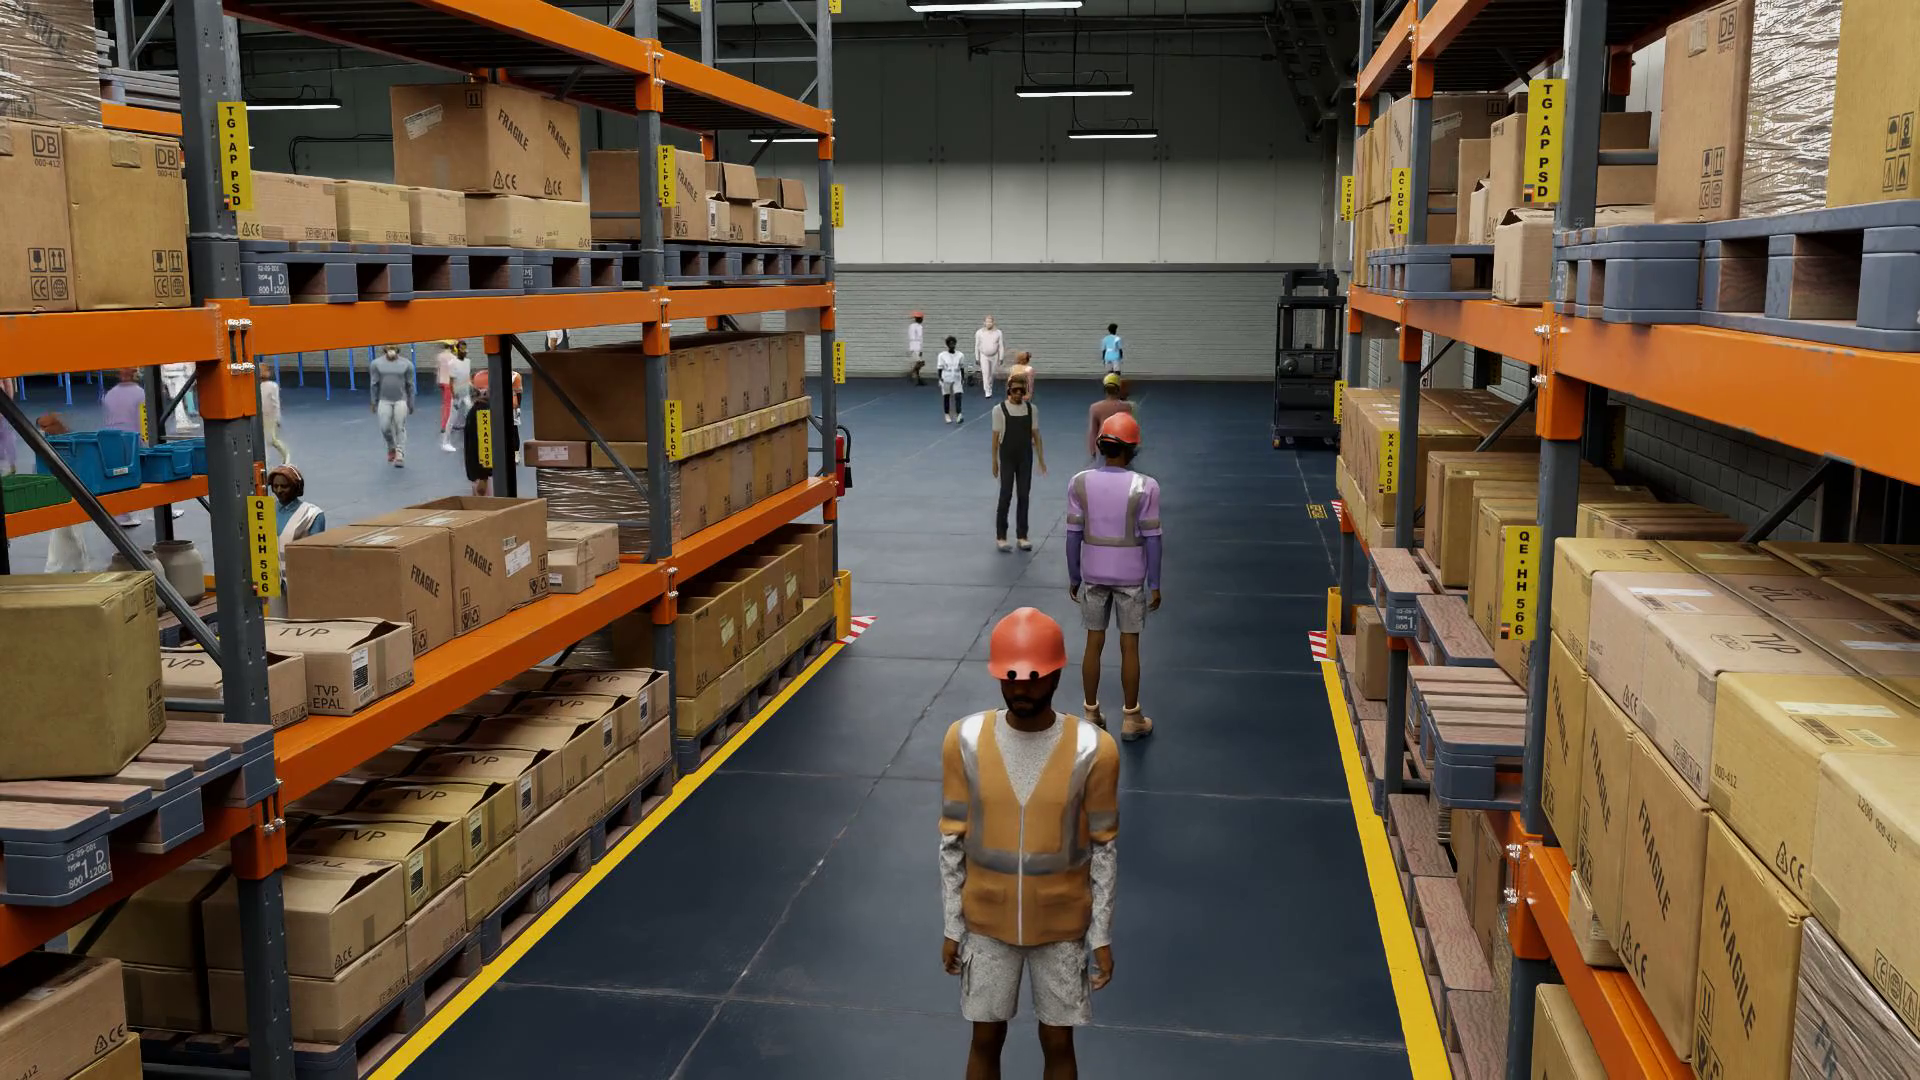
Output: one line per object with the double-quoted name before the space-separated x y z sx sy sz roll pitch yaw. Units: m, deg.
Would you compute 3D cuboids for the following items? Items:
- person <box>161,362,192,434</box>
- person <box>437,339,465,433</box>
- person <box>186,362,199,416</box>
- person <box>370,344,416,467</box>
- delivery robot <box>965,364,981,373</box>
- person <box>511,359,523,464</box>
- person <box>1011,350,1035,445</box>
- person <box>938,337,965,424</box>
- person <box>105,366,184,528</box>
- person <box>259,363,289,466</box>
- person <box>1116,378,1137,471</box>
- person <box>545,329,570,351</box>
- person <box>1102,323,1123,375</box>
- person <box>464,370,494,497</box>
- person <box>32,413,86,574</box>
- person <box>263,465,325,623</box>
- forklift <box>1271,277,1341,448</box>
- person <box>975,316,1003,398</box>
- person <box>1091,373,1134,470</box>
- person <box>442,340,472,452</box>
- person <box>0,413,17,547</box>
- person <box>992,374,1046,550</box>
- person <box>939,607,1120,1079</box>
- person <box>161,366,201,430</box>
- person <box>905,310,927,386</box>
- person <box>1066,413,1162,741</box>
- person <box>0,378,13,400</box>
"person" -14.069 -2.801 29.659 0.580 1.851 0.855 1 9 9
"person" -9.166 -2.823 30.122 0.559 1.736 0.725 8 12 41
"person" -15.647 -3.415 33.481 0.570 1.842 0.380 1 9 8
"person" -8.459 -2.055 24.841 0.655 1.926 0.435 -2 9 -13
"delivery robot" 0.246 -4.393 42.527 0.335 0.223 0.698 8 12 42
"person" -6.885 -2.001 25.214 0.533 1.697 0.319 2 9 10
"person" 0.994 -2.369 27.758 0.534 1.616 0.777 8 12 42
"person" -0.149 -3.027 31.642 0.551 1.649 0.872 -2 9 -12
"person" -9.410 -1.109 19.150 0.670 1.871 0.892 3 10 16
"person" -10.003 -1.760 23.997 0.503 1.614 0.673 2 9 10
"person" 2.047 -1.222 20.703 0.773 1.603 0.497 -4 10 -23
"person" -9.567 -4.453 39.415 0.536 2.000 0.672 3 10 19
"person" 3.579 -4.285 39.320 0.543 1.683 0.519 7 12 38
"person" -4.588 -0.646 15.992 0.521 1.979 0.630 -4 10 -21
"person" -8.459 -0.368 15.432 0.521 1.602 0.770 5 10 26
"person" -4.462 0.313 11.144 0.520 1.637 0.313 2 9 12
"forklift" 5.847 -3.016 27.970 1.129 2.768 1.873 1 9 9
"person" 0.670 -4.261 38.595 0.651 1.877 0.842 -1 9 -7
"person" 1.738 -1.050 19.196 0.529 1.752 0.516 4 10 24
"person" -8.038 -2.312 26.788 0.997 1.815 0.539 6 11 31
"person" -10.122 -0.816 17.244 0.633 1.922 0.723 0 9 -2
"person" 0.600 -0.821 17.509 0.520 1.842 0.403 -3 10 -19
"person" 0.202 1.151 5.032 0.545 1.939 0.373 1 9 9
"person" -14.514 -2.978 30.380 0.623 1.985 1.067 8 12 39
"person" -1.115 -4.878 42.261 0.559 1.920 0.547 -5 10 -28
"person" 0.978 0.221 10.445 0.615 2.041 0.384 4 10 24
"person" -14.730 -2.097 25.218 0.654 1.887 0.588 -4 10 -21
